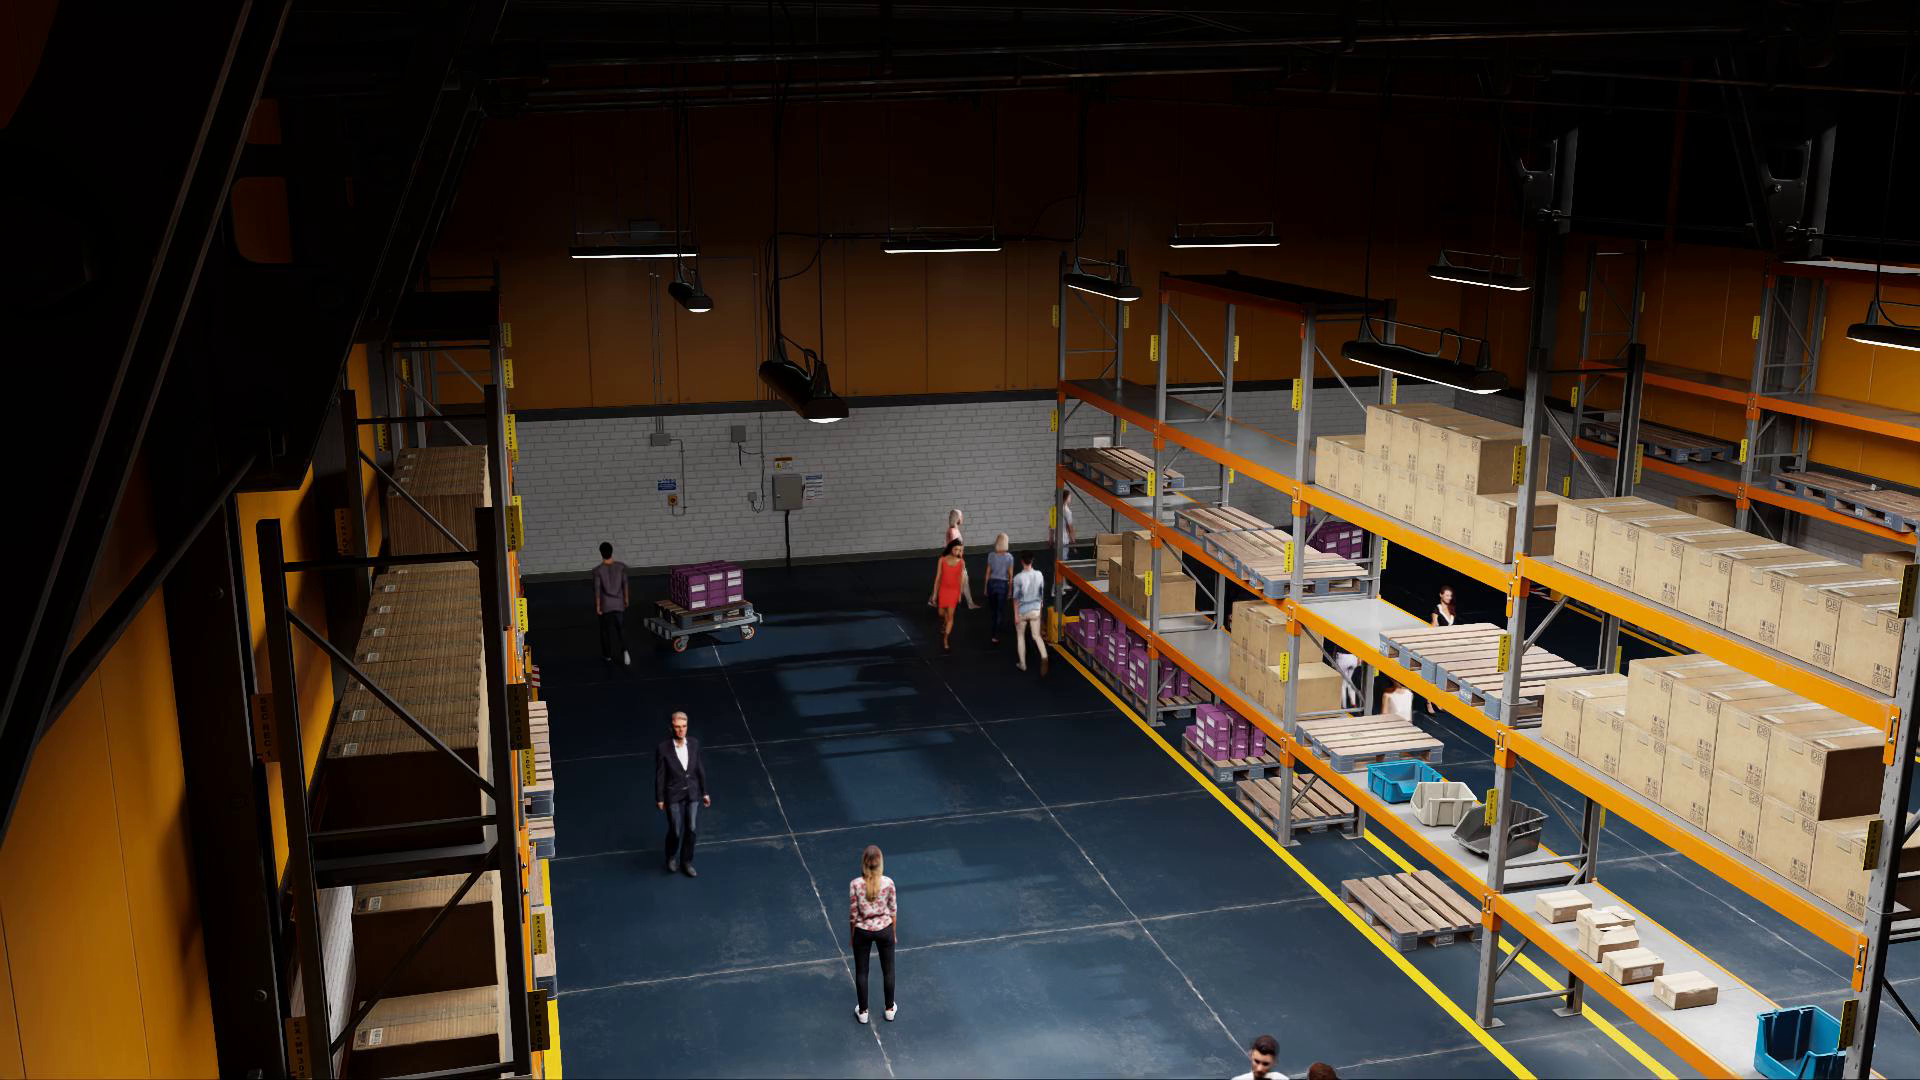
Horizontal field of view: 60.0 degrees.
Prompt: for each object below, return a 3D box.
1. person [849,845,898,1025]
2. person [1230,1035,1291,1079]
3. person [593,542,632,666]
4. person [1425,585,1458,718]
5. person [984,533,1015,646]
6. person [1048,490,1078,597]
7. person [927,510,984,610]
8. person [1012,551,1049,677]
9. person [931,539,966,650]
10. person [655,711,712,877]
[{"bbox_3d":[-0.765,3.462,14.653,0.600,1.632,0.542,-2,14,-7],"label":"person"},{"bbox_3d":[1.991,4.178,11.207,0.723,1.861,0.650,-1,14,-3],"label":"person"},{"bbox_3d":[-5.115,0.961,24.571,0.774,1.826,1.083,-6,15,-23],"label":"person"},{"bbox_3d":[6.497,1.482,22.484,0.657,1.796,0.637,-11,17,-38],"label":"person"},{"bbox_3d":[0.557,0.785,25.626,0.944,1.671,1.127,3,14,11],"label":"person"},{"bbox_3d":[1.652,0.065,28.264,0.887,1.830,0.835,-9,16,-32],"label":"person"},{"bbox_3d":[-0.191,0.365,27.347,1.030,1.676,1.177,3,14,12],"label":"person"},{"bbox_3d":[1.020,1.086,24.058,0.653,1.824,1.063,-4,14,-16],"label":"person"},{"bbox_3d":[-0.173,0.800,25.531,0.829,1.687,1.063,1,14,4],"label":"person"},{"bbox_3d":[-2.965,2.653,17.626,0.770,1.805,0.754,-7,15,-27],"label":"person"}]
